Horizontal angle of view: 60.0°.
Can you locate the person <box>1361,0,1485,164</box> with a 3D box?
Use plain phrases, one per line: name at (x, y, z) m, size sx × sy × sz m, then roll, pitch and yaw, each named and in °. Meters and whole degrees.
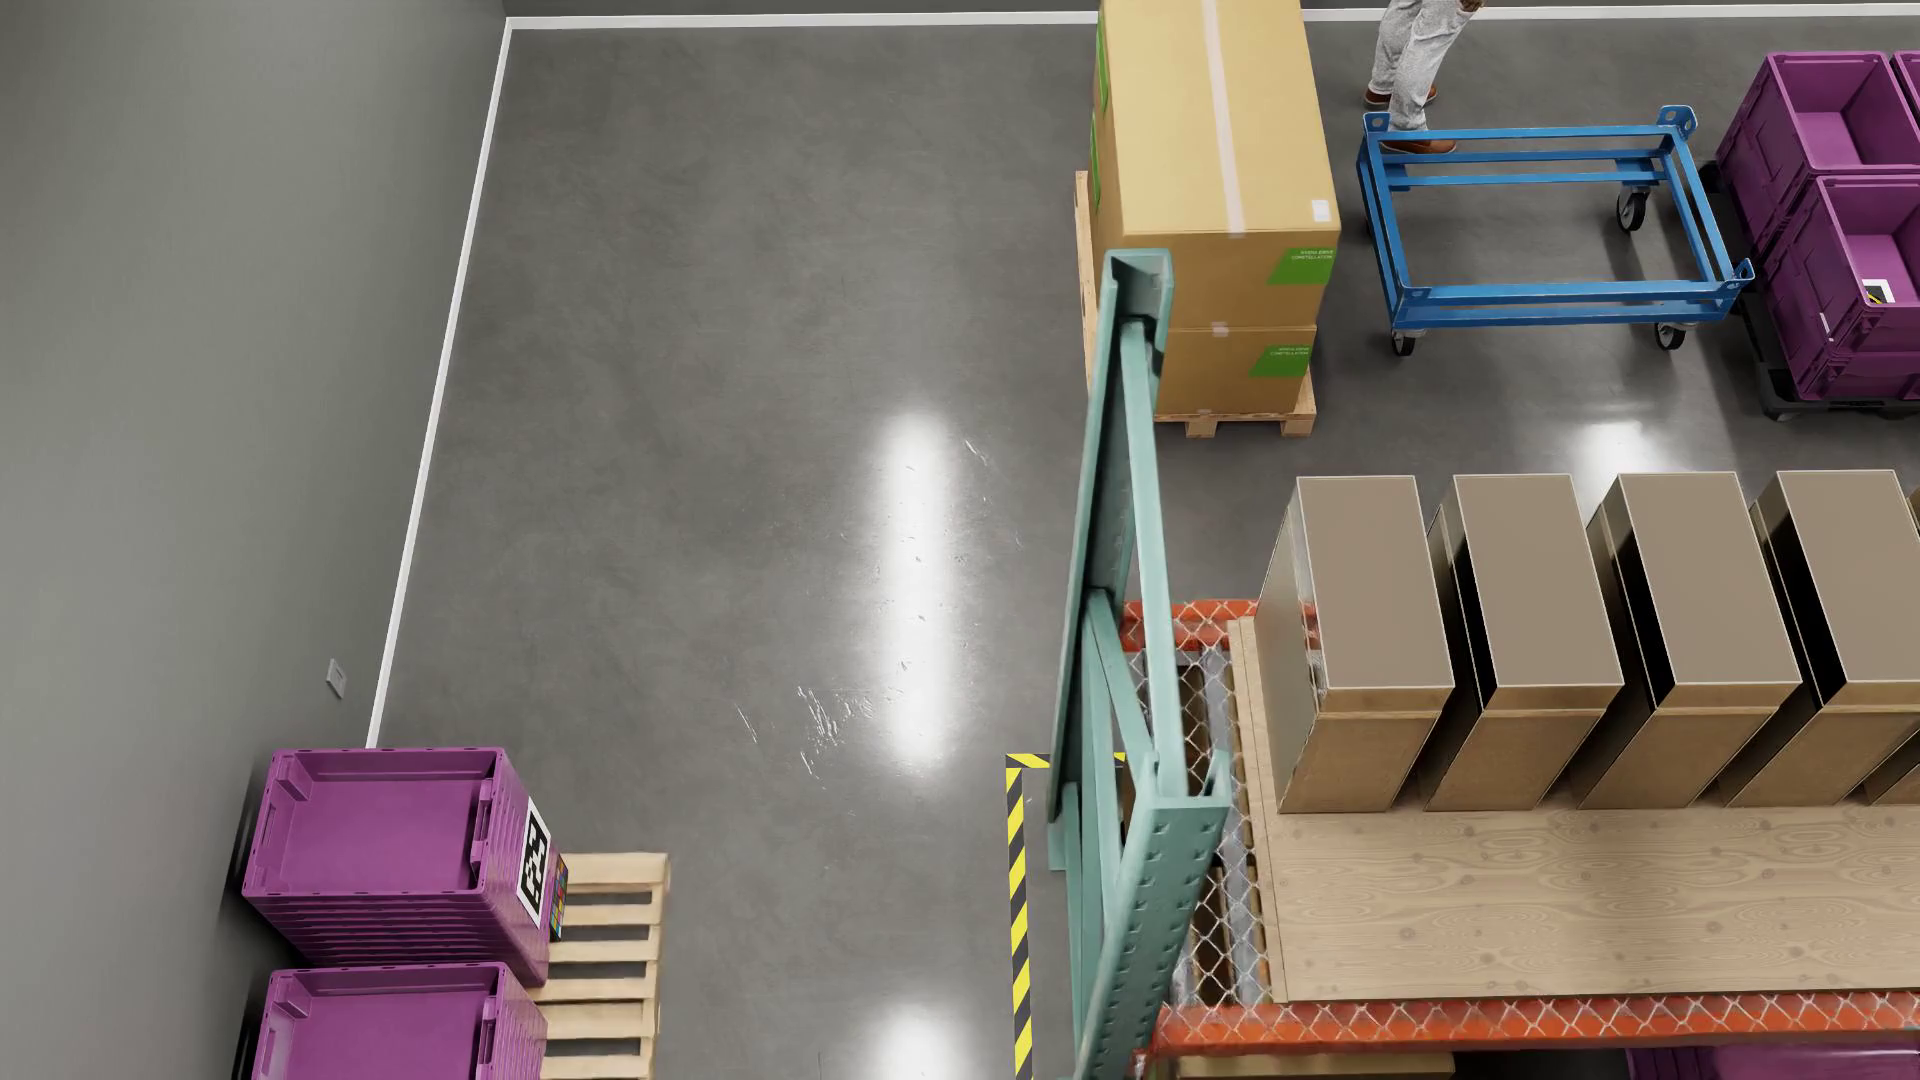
person at (1.831, -2.240, 6.076) m, size 0.354 × 1.937 × 0.635 m, roll -3°, pitch 58°, yaw -2°
